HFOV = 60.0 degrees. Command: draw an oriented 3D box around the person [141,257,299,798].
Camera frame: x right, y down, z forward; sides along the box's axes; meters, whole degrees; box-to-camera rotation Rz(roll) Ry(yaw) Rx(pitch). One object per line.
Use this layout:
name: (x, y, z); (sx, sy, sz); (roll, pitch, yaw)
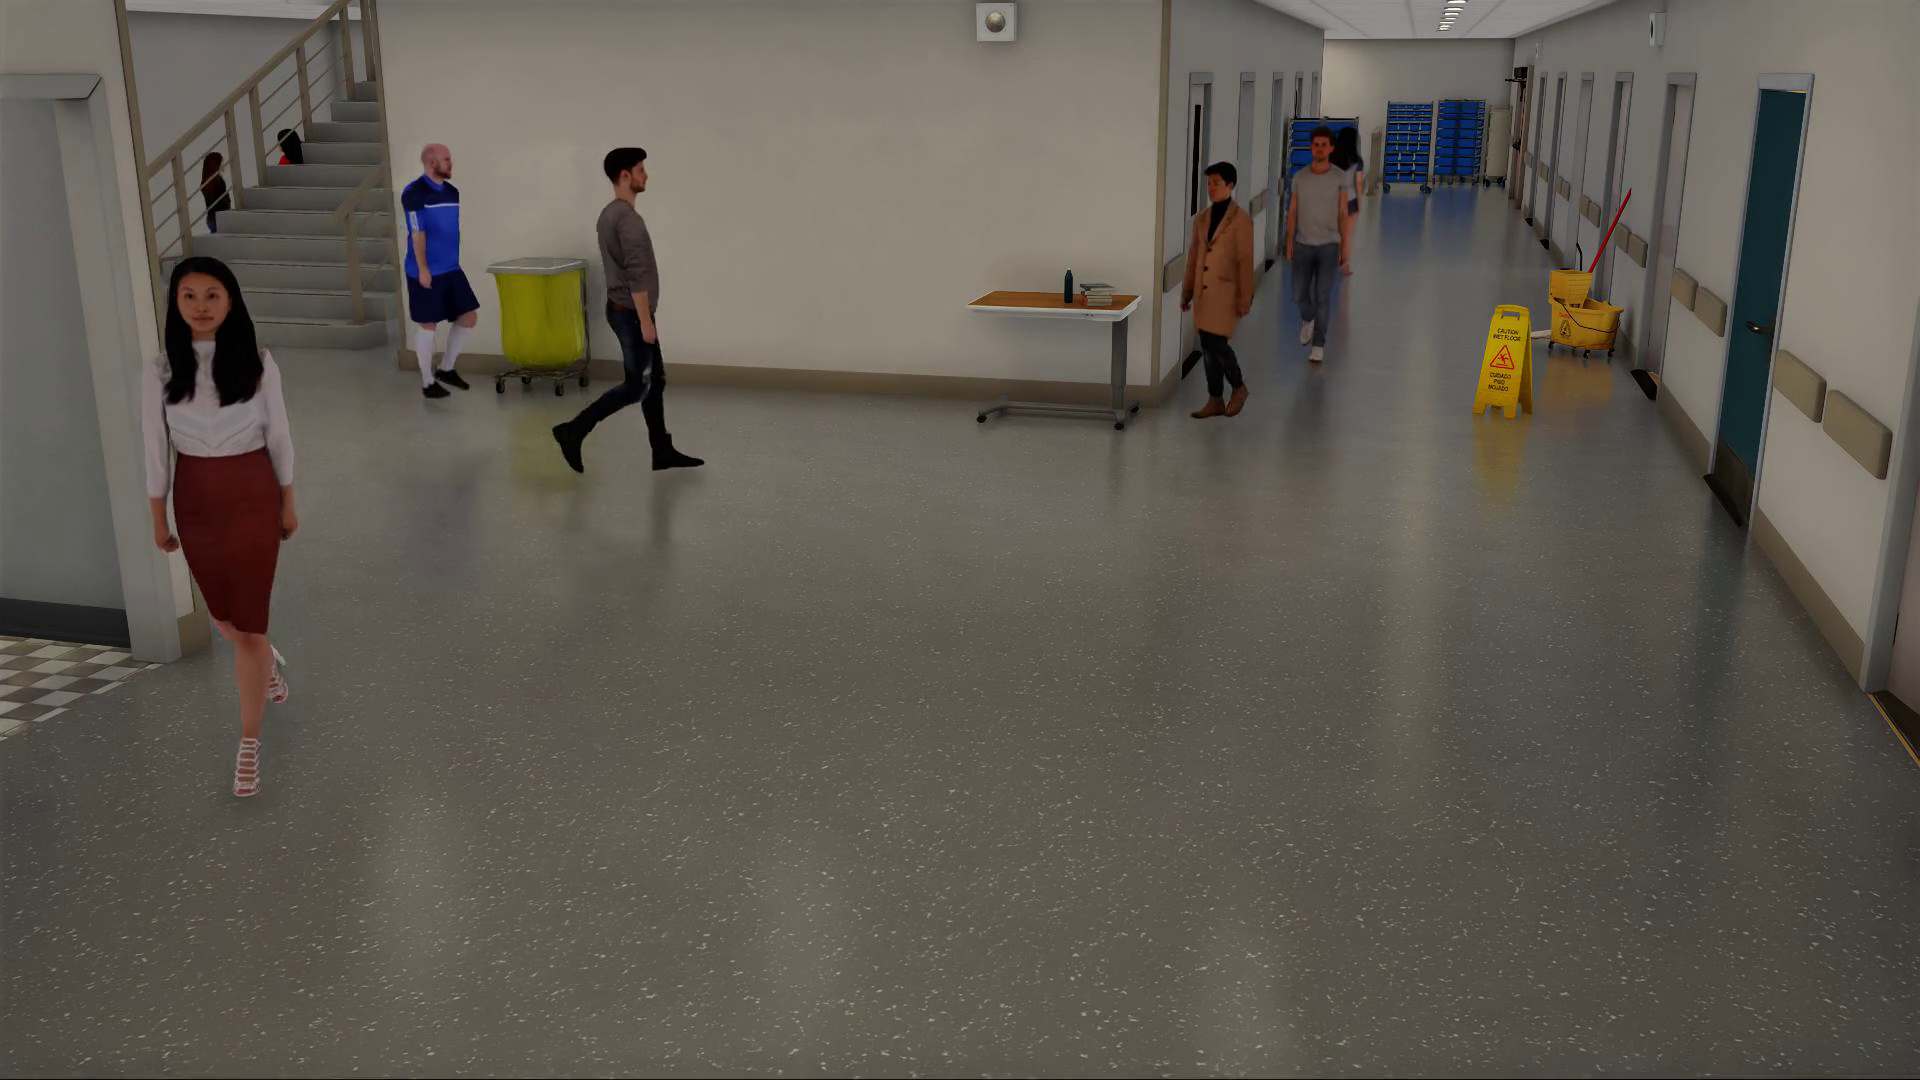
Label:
person: (-2.447, -0.058, 5.576); (0.942, 1.715, 1.193); (-3, 16, -11)

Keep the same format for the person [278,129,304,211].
person: (-6.899, -3.386, 17.318); (0.701, 1.749, 0.582); (2, 16, 7)

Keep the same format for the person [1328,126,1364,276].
person: (4.462, -3.972, 19.477); (0.632, 1.706, 0.611); (8, 17, 25)

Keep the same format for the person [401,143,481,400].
person: (-3.862, -1.938, 12.048); (0.822, 1.823, 0.667); (10, 19, 31)

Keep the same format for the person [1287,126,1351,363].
person: (2.950, -2.419, 13.642); (0.719, 1.883, 0.922); (6, 17, 20)

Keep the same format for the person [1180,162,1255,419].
person: (1.811, -1.687, 11.270); (0.902, 1.718, 0.843); (-10, 19, -33)

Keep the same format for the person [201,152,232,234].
person: (-8.127, -3.469, 18.119); (0.641, 1.474, 0.639); (11, 19, 34)

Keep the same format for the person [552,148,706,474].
person: (-1.970, -1.274, 9.582); (1.100, 1.883, 1.166); (-5, 16, -16)
